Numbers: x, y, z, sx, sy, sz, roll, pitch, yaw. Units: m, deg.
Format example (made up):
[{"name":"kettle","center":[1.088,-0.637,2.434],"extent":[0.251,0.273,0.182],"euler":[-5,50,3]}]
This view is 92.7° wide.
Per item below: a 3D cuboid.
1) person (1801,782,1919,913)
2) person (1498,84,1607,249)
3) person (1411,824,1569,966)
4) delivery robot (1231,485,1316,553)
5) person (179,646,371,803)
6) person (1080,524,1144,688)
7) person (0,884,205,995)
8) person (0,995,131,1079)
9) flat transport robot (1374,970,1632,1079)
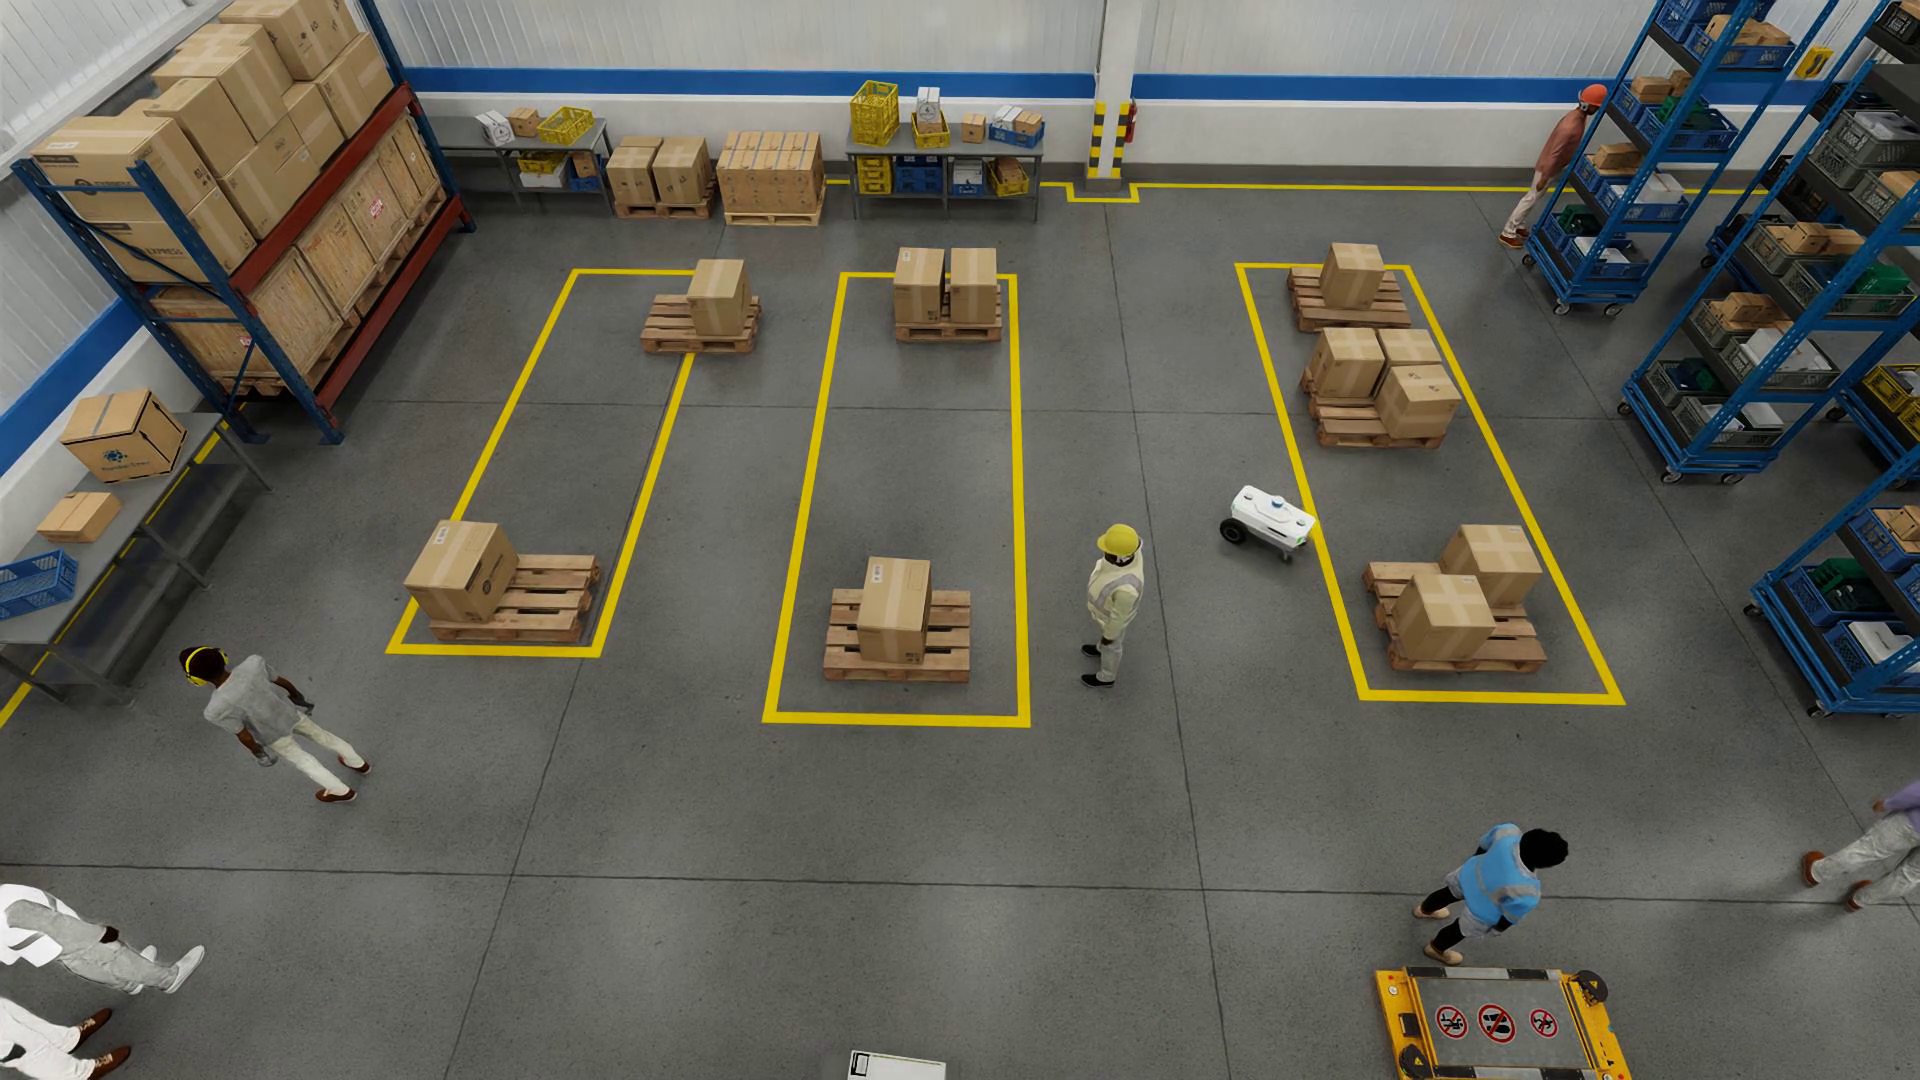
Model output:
[{"name":"person","center":[6.284,1.874,5.873],"extent":[0.352,1.937,0.635],"euler":[-38,60,-26]},{"name":"person","center":[7.137,-4.477,11.024],"extent":[0.400,1.987,0.608],"euler":[32,58,24]},{"name":"person","center":[3.303,2.213,5.747],"extent":[0.317,1.700,0.539],"euler":[3,51,3]},{"name":"delivery robot","center":[2.858,-0.208,8.394],"extent":[0.707,0.478,0.477],"euler":[31,57,23]},{"name":"person","center":[-4.759,1.293,6.389],"extent":[0.316,1.870,0.531],"euler":[7,51,6]},{"name":"person","center":[1.163,0.507,7.062],"extent":[0.403,1.823,0.589],"euler":[4,51,3]},{"name":"person","center":[-5.443,2.361,5.492],"extent":[0.588,1.914,0.391],"euler":[2,51,2]},{"name":"person","center":[-5.584,2.728,5.206],"extent":[0.647,1.896,0.400],"euler":[29,56,21]},{"name":"flat transport robot","center":[3.501,3.133,5.914],"extent":[1.431,0.197,0.652],"euler":[1,51,1]}]
